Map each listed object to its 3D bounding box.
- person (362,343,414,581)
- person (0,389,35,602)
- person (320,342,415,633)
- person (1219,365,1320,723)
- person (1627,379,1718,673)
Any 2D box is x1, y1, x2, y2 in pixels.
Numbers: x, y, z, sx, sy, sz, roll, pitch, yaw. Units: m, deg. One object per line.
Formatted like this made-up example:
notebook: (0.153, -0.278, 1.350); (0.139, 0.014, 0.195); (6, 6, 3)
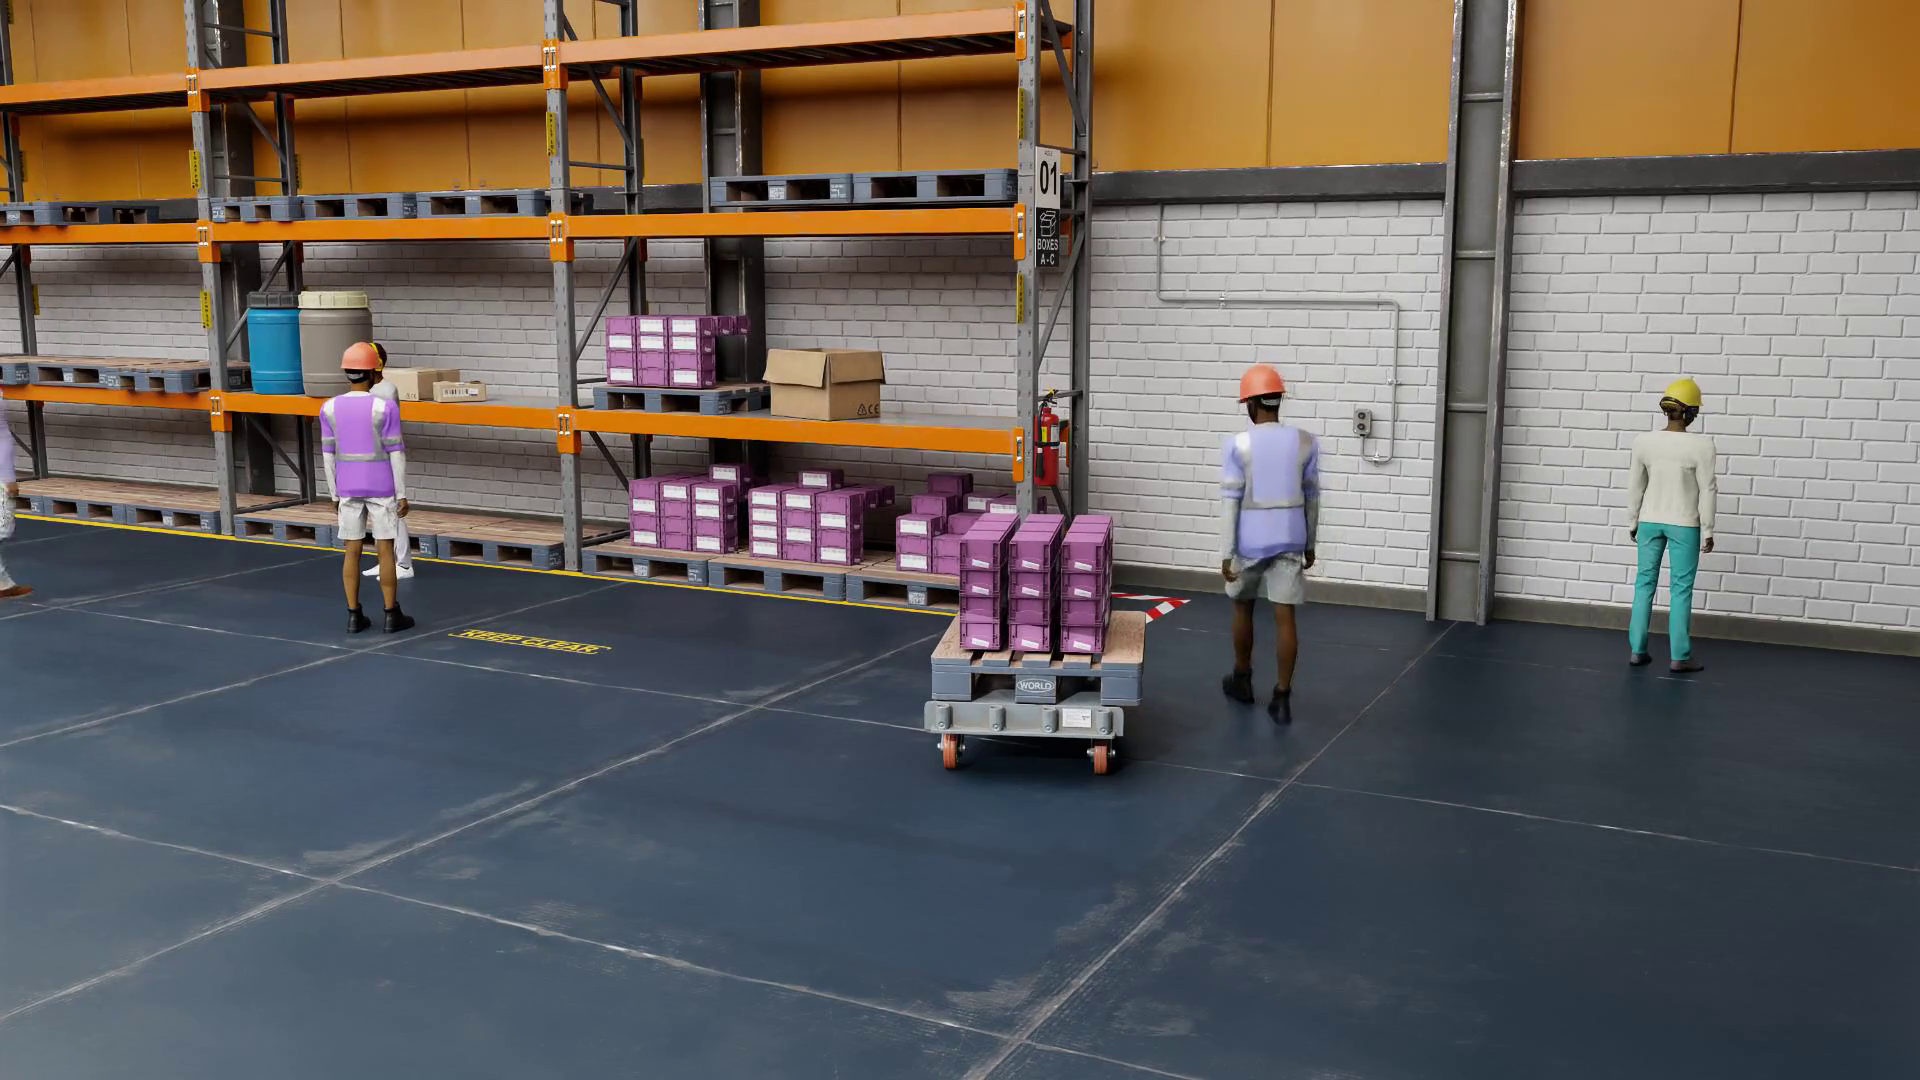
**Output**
person: (-4.515, -0.611, 12.990); (0.318, 1.860, 0.509); (-7, 12, -39)
person: (-7.027, -0.460, 11.840); (0.637, 1.921, 0.753); (4, 10, 25)
person: (-3.932, -0.338, 11.047); (0.545, 1.939, 0.354); (0, 9, 2)
person: (1.674, 0.001, 9.088); (0.594, 1.891, 0.844); (0, 9, -2)
person: (4.295, -0.087, 10.032); (0.318, 1.767, 0.534); (-8, 12, -40)
